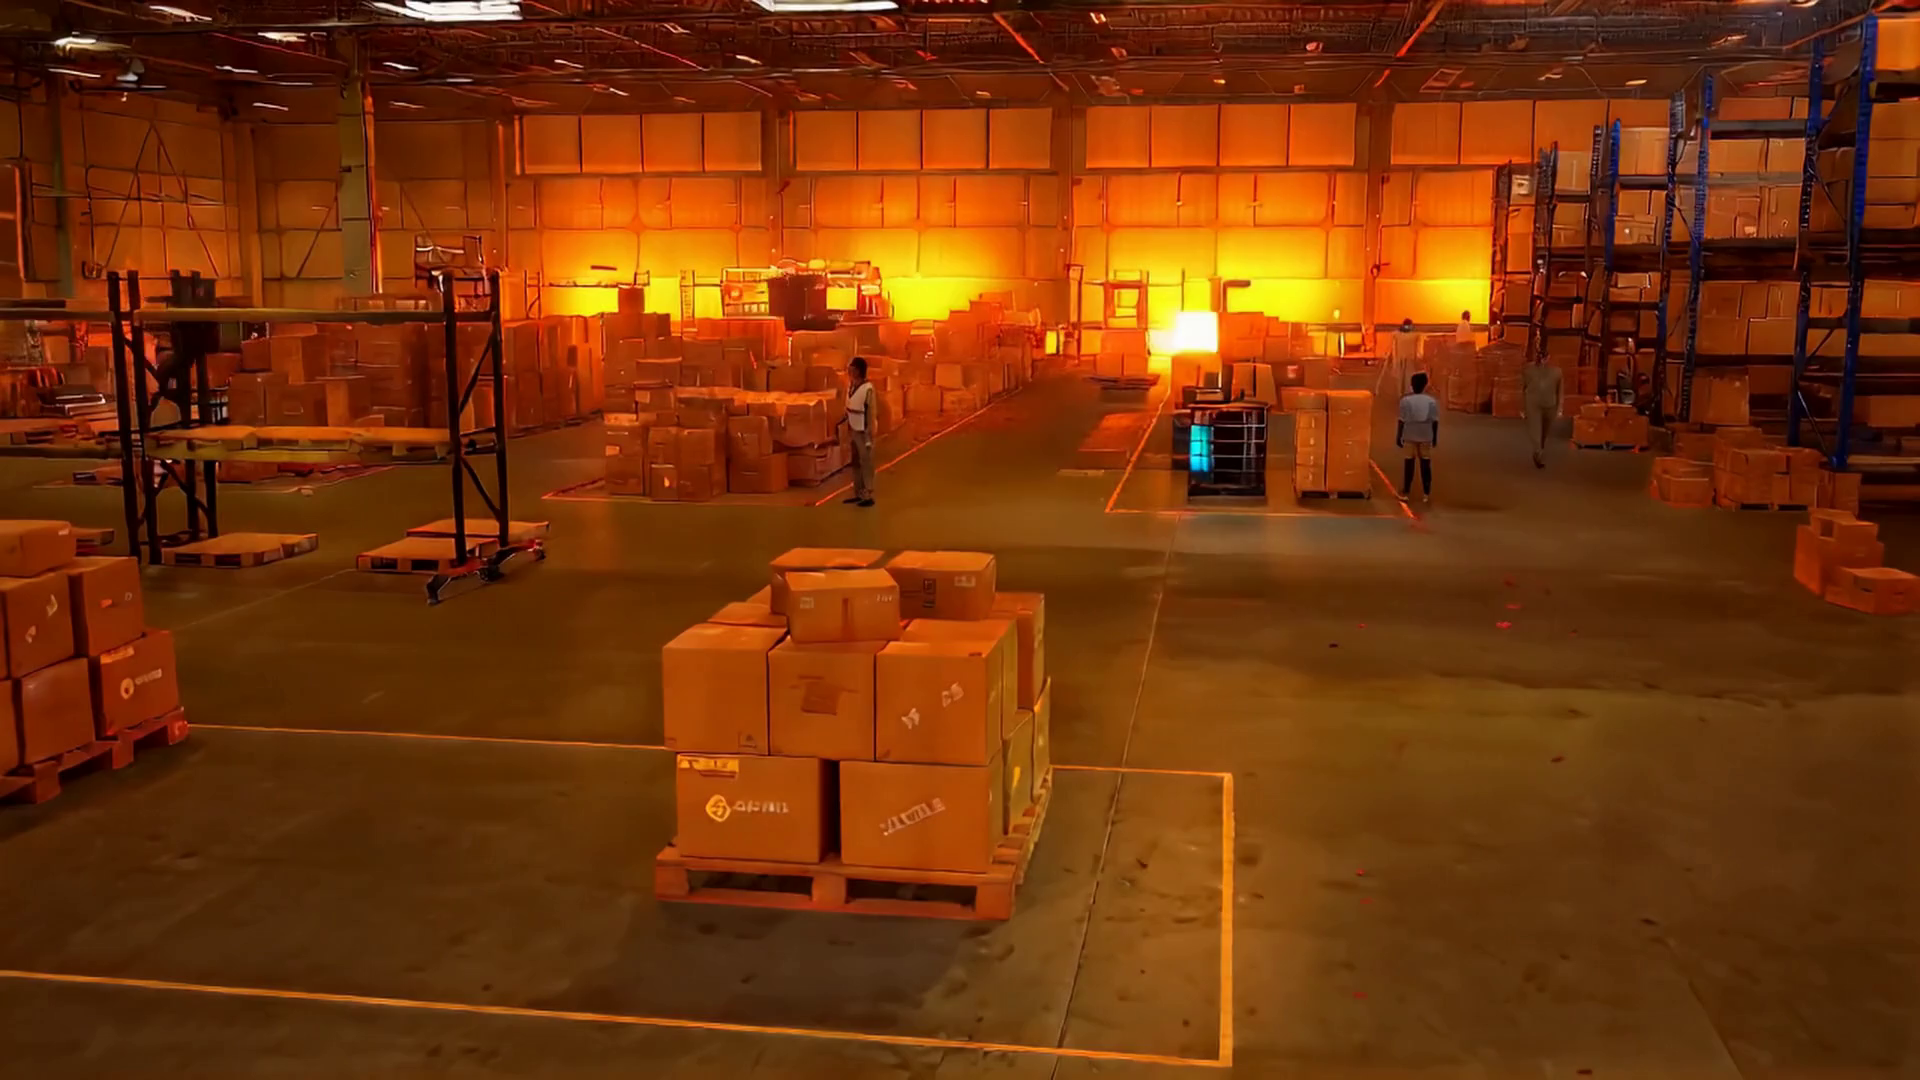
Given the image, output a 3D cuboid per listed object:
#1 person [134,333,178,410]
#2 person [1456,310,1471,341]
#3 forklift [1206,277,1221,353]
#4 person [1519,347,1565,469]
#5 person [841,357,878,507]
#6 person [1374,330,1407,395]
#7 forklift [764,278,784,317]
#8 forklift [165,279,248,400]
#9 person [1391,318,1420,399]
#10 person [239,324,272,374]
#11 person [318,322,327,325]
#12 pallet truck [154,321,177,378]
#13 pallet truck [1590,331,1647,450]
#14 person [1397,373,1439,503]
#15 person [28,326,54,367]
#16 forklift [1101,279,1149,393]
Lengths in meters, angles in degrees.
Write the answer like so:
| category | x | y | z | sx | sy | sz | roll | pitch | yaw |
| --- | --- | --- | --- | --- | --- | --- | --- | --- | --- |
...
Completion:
| category | x | y | z | sx | sy | sz | roll | pitch | yaw |
| --- | --- | --- | --- | --- | --- | --- | --- | --- | --- |
| person | -17.481 | -3.639 | 35.983 | 0.895 | 1.688 | 0.504 | -3 | 10 | -18 |
| person | 13.810 | -5.282 | 45.362 | 0.821 | 1.942 | 0.618 | -3 | 10 | -17 |
| forklift | 7.394 | -6.245 | 48.431 | 1.873 | 2.768 | 1.129 | 1 | 9 | 9 |
| person | 9.018 | -2.058 | 25.771 | 0.659 | 1.860 | 0.980 | 1 | 9 | 4 |
| person | -1.280 | -1.397 | 21.482 | 0.391 | 1.922 | 0.593 | -6 | 11 | -33 |
| person | 10.532 | -4.304 | 40.453 | 0.885 | 1.580 | 0.592 | 6 | 11 | 31 |
| forklift | -4.701 | -5.286 | 42.518 | 1.873 | 2.768 | 1.129 | 0 | 9 | 0 |
| forklift | -17.615 | -4.669 | 38.708 | 1.873 | 2.768 | 1.129 | 1 | 9 | 9 |
| person | 10.457 | -4.247 | 39.077 | 0.639 | 1.916 | 0.682 | 3 | 10 | 16 |
| person | -14.729 | -3.533 | 34.717 | 0.635 | 1.909 | 0.865 | 0 | 9 | 2 |
| person | -16.058 | -4.741 | 42.159 | 0.651 | 1.920 | 0.522 | 0 | 9 | 2 |
| pallet truck | -21.869 | -5.598 | 47.154 | 0.823 | 1.965 | 1.885 | 4 | 10 | 26 |
| pallet truck | 11.253 | -2.573 | 28.499 | 0.823 | 1.965 | 1.885 | 5 | 10 | 27 |
| person | 5.966 | -1.323 | 21.715 | 0.534 | 1.697 | 0.318 | 0 | 9 | -2 |
| person | -23.992 | -4.793 | 43.423 | 0.529 | 1.590 | 0.864 | -7 | 12 | -39 |
| forklift | 4.140 | -5.107 | 41.412 | 1.129 | 2.768 | 1.873 | 1 | 9 | 8 |
